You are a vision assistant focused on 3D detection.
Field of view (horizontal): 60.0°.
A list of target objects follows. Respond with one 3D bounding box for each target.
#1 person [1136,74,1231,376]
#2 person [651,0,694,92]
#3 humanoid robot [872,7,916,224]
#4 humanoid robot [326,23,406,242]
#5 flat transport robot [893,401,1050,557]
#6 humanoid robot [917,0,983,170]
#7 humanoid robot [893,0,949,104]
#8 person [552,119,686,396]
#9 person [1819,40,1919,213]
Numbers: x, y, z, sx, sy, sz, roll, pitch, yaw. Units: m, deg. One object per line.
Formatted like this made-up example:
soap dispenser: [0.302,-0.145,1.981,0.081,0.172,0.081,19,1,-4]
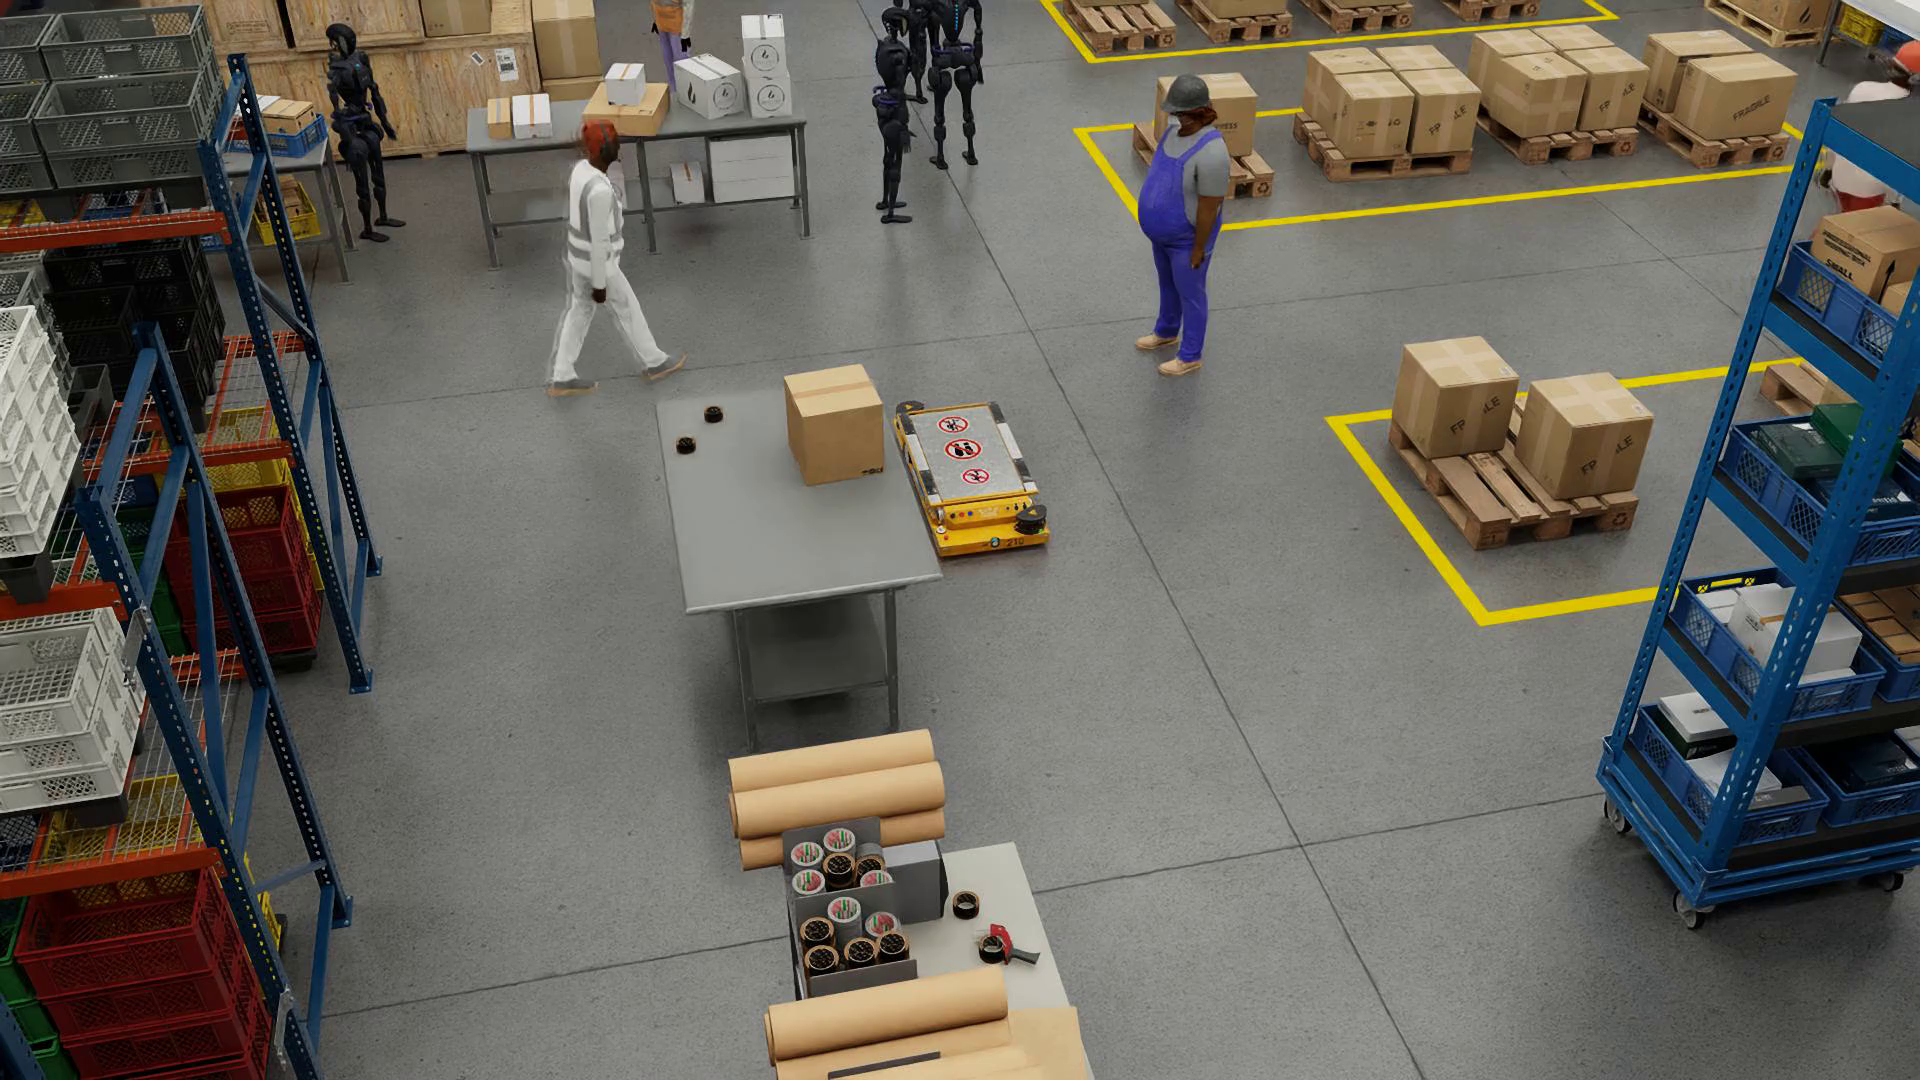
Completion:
person: [1.416,-2.057,10.835,0.536,2.000,0.681,-11,38,-15]
person: [-2.452,-4.369,14.042,0.381,1.917,0.592,-23,42,-27]
humanoid robot: [-0.499,-3.266,12.760,0.319,1.652,0.581,-7,37,-9]
humanoid robot: [-4.485,-3.071,12.499,0.327,1.652,0.563,9,38,12]
flat transport robot: [0.046,-0.430,10.108,0.652,0.197,1.431,-8,37,-10]
humanoid robot: [-0.069,-3.878,13.585,0.567,1.650,0.340,-11,38,-14]
humanoid robot: [-0.341,-4.741,14.746,0.561,1.649,0.357,-30,46,-34]
person: [-2.319,-1.792,10.668,0.931,1.820,0.596,-18,40,-23]
person: [6.255,-2.474,11.446,0.461,1.973,0.655,-12,38,-15]
